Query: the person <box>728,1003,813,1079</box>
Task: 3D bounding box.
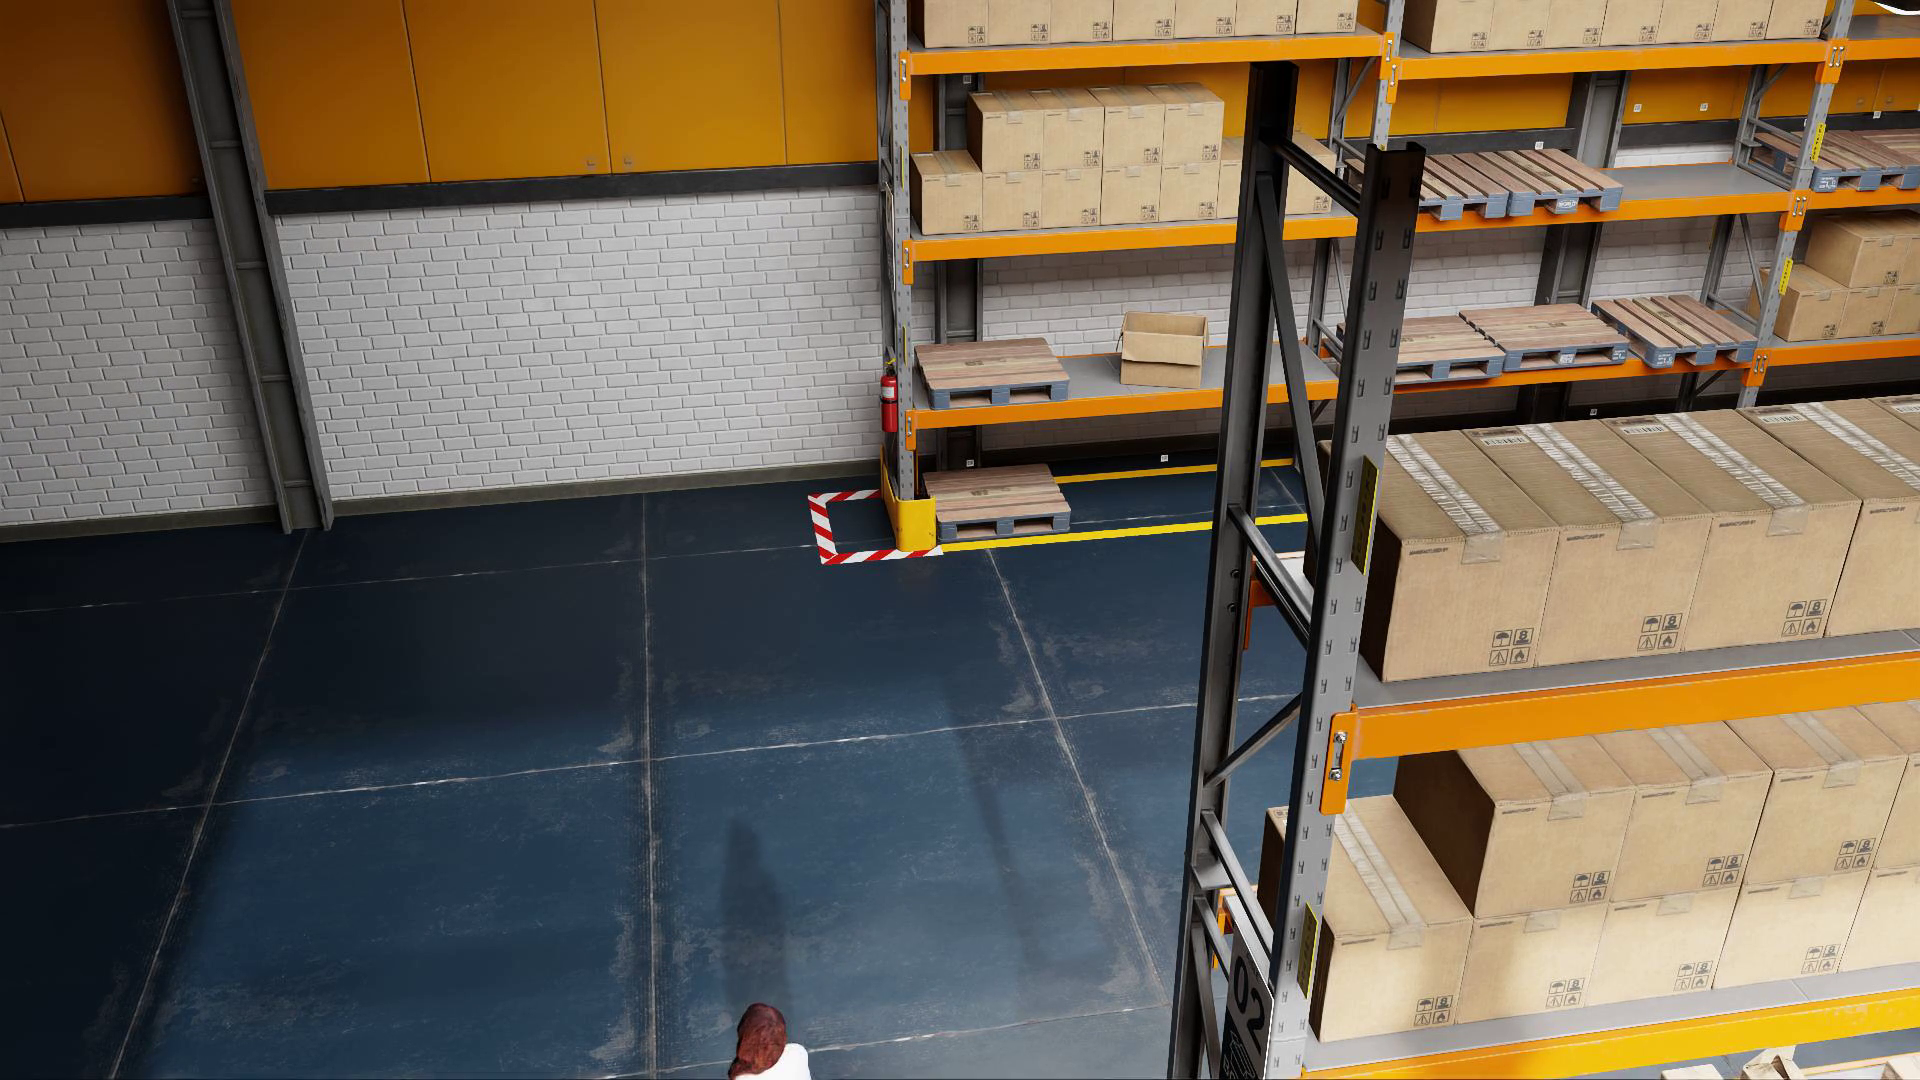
[{"bbox_3d":[-0.801,2.922,7.686,1.159,1.746,0.976,-17,33,-28],"label":"person"}]
